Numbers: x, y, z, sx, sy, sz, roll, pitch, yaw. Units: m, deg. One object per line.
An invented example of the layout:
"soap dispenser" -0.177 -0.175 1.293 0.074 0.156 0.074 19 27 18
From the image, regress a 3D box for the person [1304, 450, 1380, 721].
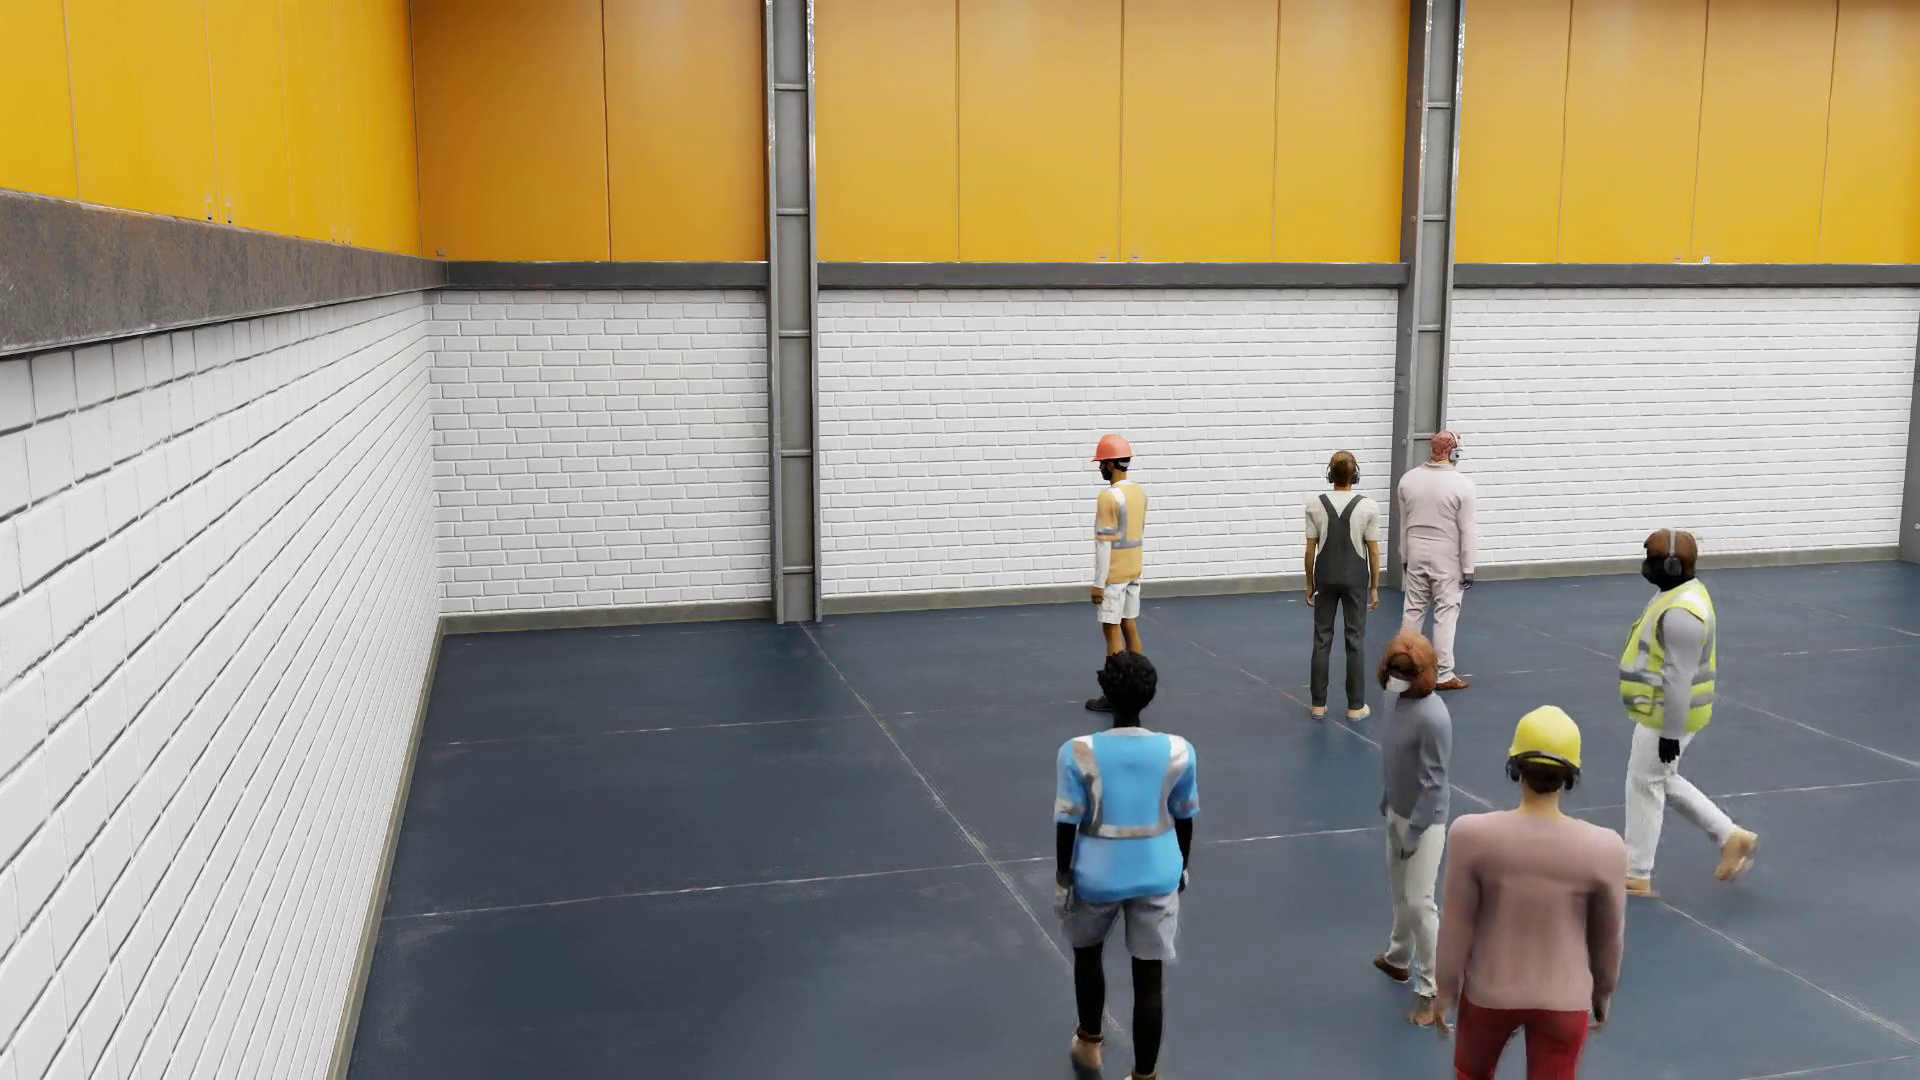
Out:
"person" 2.585 0.311 11.286 0.508 1.847 0.345 3 10 21

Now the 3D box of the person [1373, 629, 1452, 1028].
"person" 1.828 1.132 6.910 0.324 1.613 0.652 -2 9 -10

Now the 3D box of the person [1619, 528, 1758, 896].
"person" 3.478 0.847 8.030 0.674 1.826 0.634 4 10 22

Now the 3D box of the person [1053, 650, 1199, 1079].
"person" 0.592 1.221 6.141 0.557 1.671 0.694 -1 9 -6

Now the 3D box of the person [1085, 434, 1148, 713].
"person" 1.069 0.231 11.536 0.380 1.929 0.541 6 11 33

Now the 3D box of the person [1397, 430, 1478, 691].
"person" 3.503 0.147 12.155 0.404 1.900 0.639 -8 12 -41

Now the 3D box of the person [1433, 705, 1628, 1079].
"person" 1.709 1.363 5.028 0.533 1.750 0.449 3 9 15
